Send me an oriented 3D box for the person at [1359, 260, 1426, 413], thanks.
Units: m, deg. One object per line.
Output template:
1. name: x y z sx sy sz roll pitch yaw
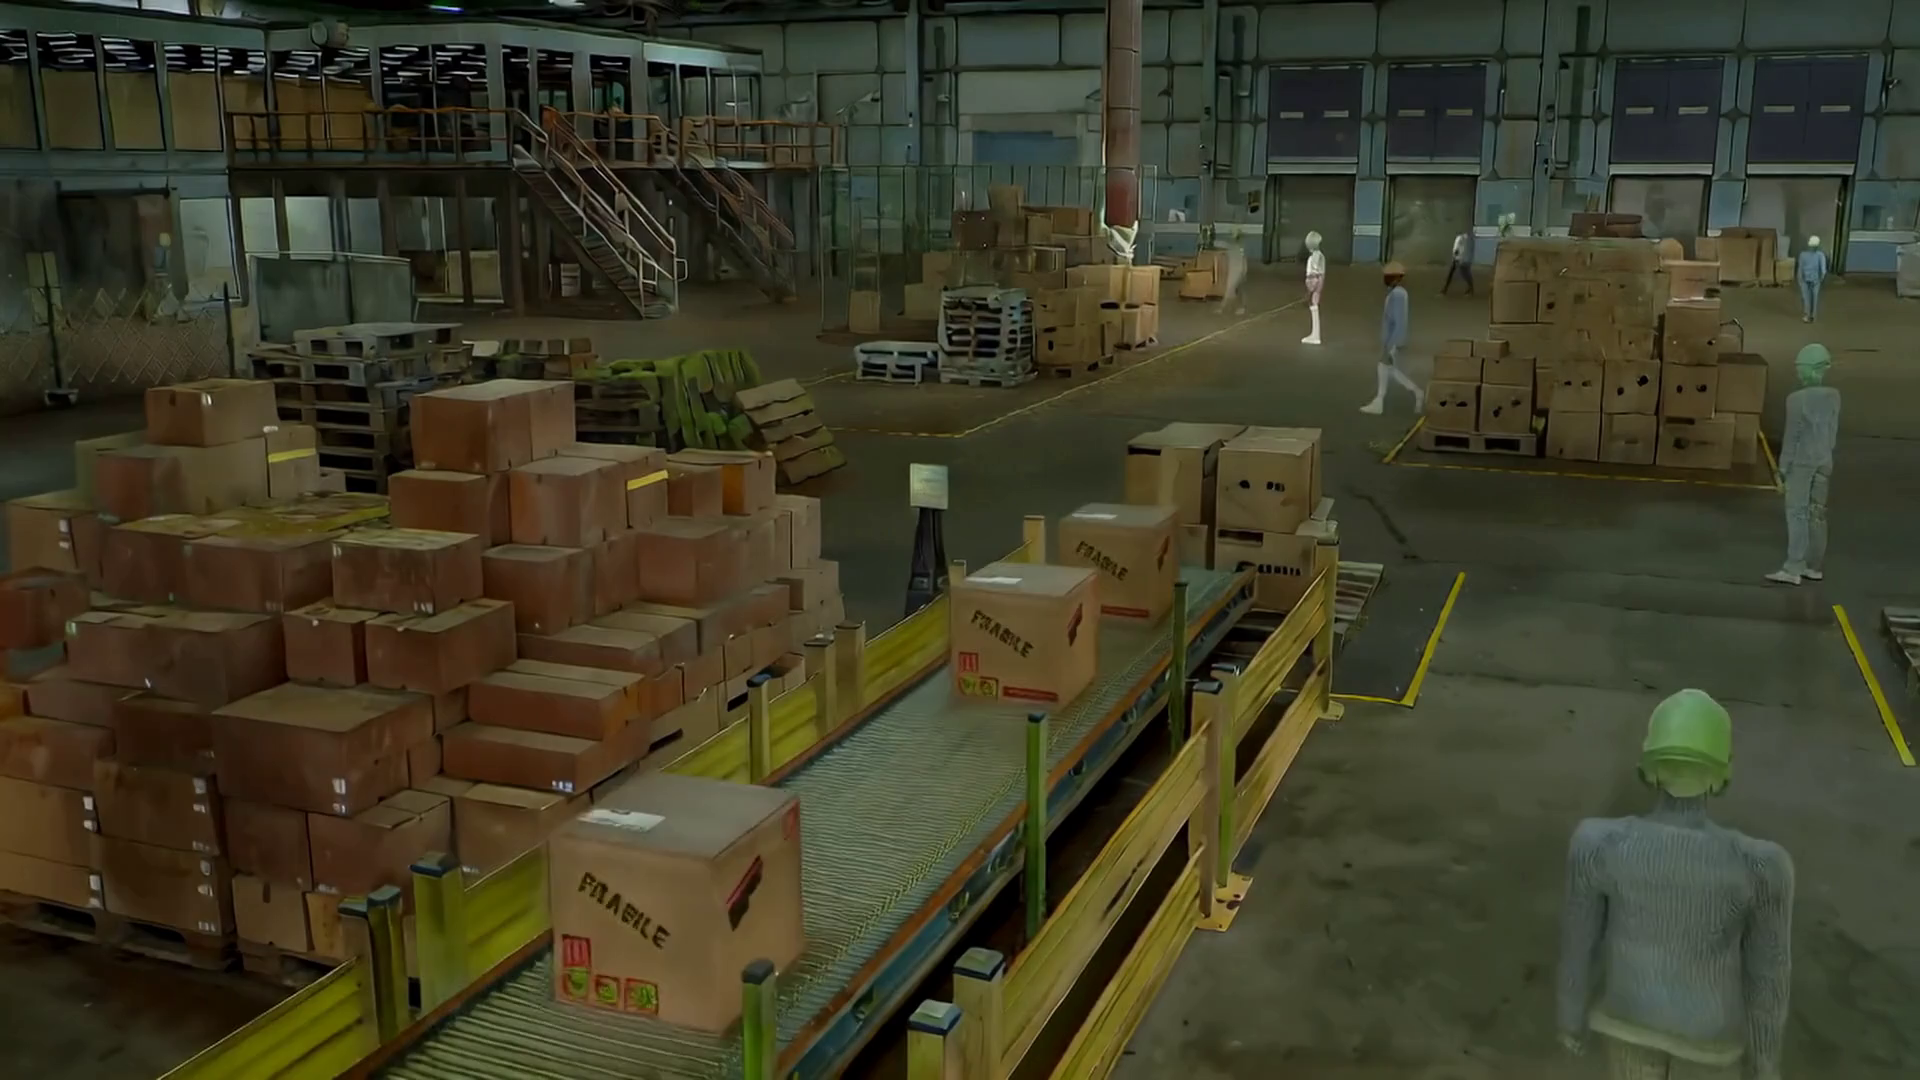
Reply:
1. person: 5.430 -2.498 20.585 0.796 1.916 0.548 4 13 18

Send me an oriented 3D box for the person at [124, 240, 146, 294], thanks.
1. person: -18.637 -6.296 37.822 0.999 1.815 0.550 -4 13 -17

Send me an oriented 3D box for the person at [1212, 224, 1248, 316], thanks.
1. person: 5.609 -5.588 34.496 1.025 1.881 0.658 -7 14 -29

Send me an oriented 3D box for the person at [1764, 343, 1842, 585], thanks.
1. person: 6.186 -0.554 12.192 0.526 1.769 0.329 -5 14 -23

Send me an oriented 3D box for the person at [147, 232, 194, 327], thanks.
1. person: -15.471 -5.069 32.335 0.576 1.828 1.034 4 13 19

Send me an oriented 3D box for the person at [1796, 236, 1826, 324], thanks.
1. person: 16.741 -5.118 32.758 0.490 1.729 0.465 7 14 27

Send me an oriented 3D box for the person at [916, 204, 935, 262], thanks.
1. person: -1.087 -9.932 53.941 0.755 1.906 0.588 3 13 13

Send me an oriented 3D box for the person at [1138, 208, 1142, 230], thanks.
1. person: 5.507 -9.468 52.056 0.638 1.821 0.633 -3 13 -12

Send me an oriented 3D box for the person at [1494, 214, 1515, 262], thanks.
1. person: 13.493 -7.090 41.160 0.753 1.927 0.618 -5 13 -20

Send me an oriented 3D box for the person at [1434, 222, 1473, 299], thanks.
1. person: 11.650 -6.532 38.933 0.932 1.797 0.638 -1 13 -6

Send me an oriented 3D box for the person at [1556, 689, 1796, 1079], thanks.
1. person: 1.784 1.229 4.205 0.553 1.751 0.367 7 14 28

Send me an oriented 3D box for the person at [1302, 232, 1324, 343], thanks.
1. person: 6.185 -4.420 29.143 0.365 1.935 0.553 3 13 12
